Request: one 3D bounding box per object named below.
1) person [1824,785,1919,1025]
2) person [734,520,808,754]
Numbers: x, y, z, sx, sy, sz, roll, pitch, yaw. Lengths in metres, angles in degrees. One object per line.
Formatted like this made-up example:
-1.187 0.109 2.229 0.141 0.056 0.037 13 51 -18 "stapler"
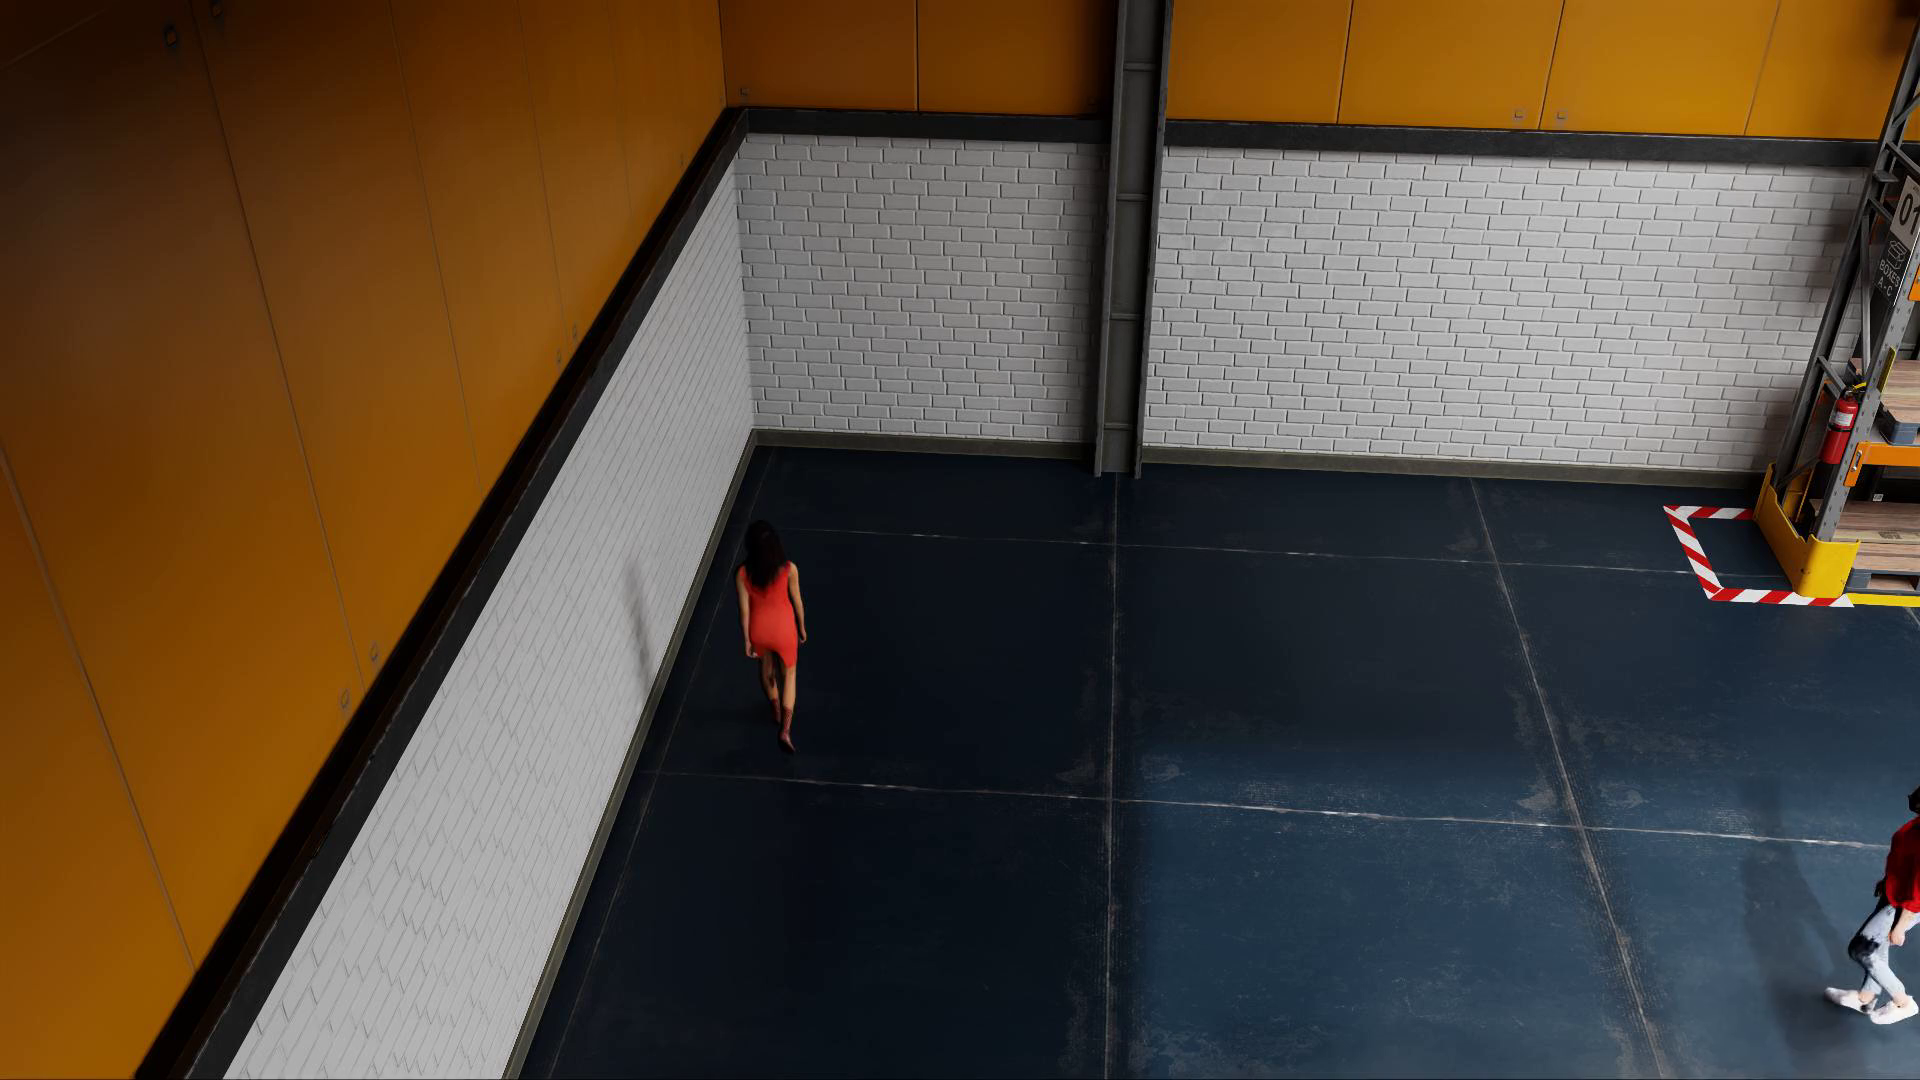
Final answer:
5.102 1.971 8.874 0.801 1.691 0.754 19 38 26 "person"
-1.214 0.650 10.853 0.959 1.700 0.753 -3 34 -5 "person"
